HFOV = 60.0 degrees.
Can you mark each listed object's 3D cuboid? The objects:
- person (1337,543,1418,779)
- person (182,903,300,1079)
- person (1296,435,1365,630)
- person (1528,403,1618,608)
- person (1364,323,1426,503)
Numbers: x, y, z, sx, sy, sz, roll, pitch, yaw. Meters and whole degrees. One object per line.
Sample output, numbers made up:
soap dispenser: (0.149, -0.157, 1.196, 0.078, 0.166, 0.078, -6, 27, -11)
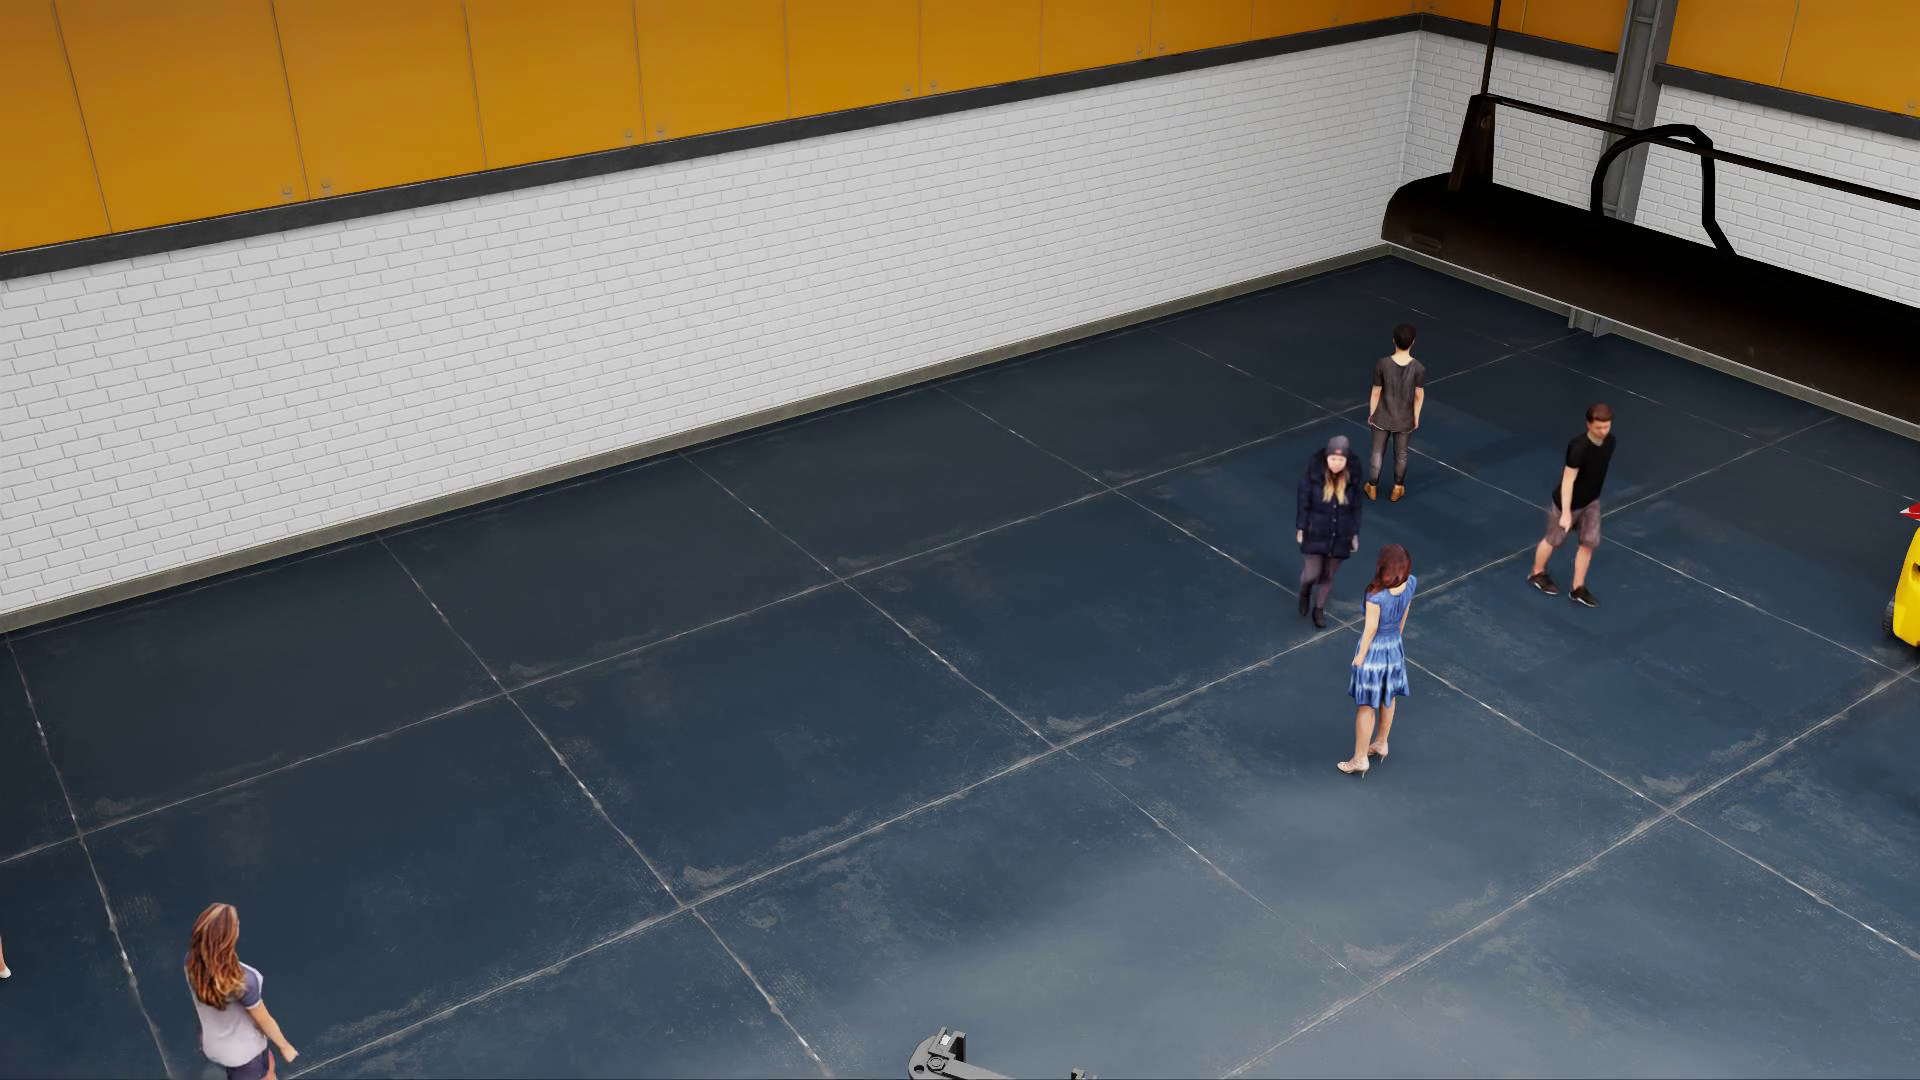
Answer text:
person: (2.883, 0.820, 11.462, 0.689, 1.805, 0.597, -23, 36, -36)
person: (-3.683, 2.590, 8.322, 0.884, 1.706, 0.888, 16, 32, 26)
person: (2.927, -0.097, 13.288, 0.797, 1.666, 0.839, 1, 29, 1)
person: (4.994, -0.358, 13.609, 0.777, 1.817, 0.986, -17, 33, -28)
person: (3.968, -1.159, 15.186, 0.695, 1.714, 0.769, 7, 29, 13)
